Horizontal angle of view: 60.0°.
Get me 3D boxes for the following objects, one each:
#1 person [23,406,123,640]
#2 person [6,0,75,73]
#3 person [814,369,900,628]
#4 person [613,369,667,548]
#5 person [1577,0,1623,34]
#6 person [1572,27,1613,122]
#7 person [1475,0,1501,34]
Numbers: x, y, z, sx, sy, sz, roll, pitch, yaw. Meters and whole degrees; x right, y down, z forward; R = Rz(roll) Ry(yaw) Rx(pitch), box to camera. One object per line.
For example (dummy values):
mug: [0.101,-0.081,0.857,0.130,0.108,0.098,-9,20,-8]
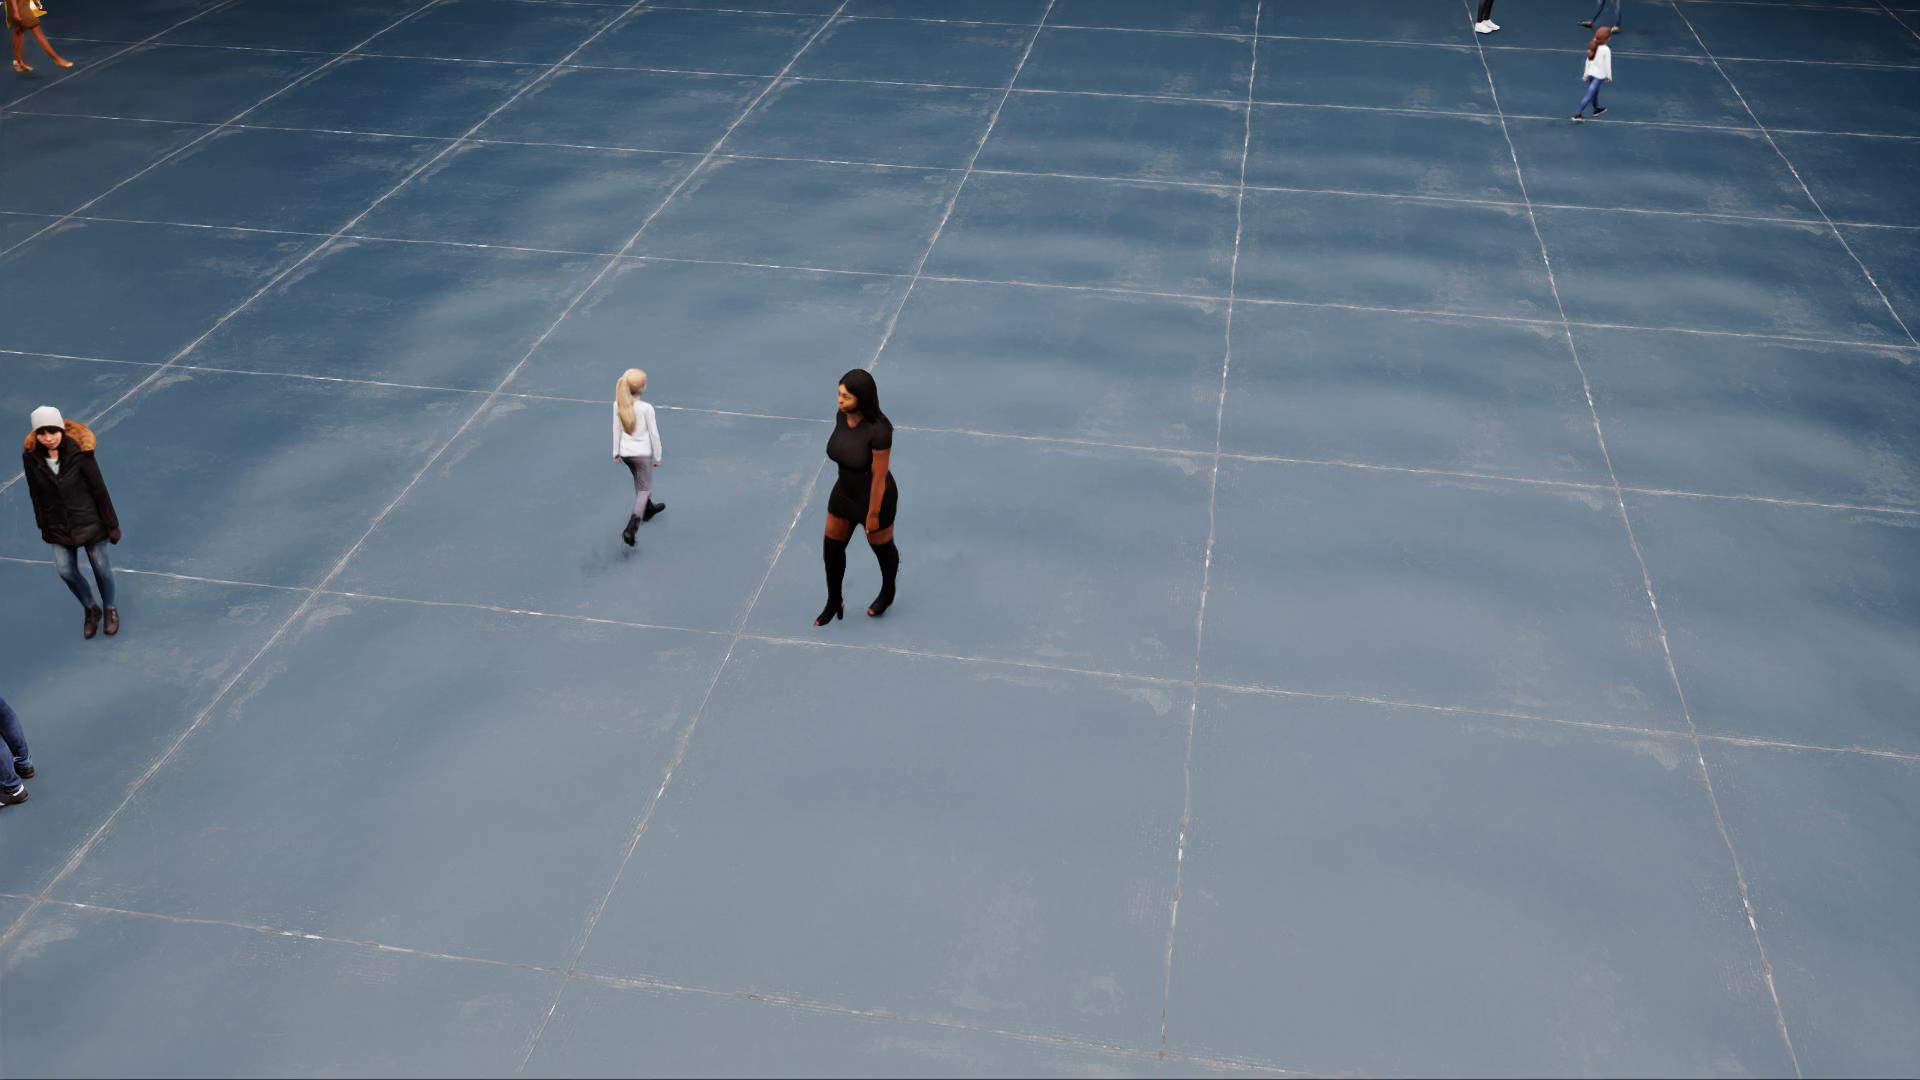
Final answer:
person: [-5.651,-0.153,10.655,0.687,1.630,0.803,-8,33,-12]
person: [-11.973,-6.719,21.045,1.042,1.650,0.844,-13,35,-20]
person: [-0.542,-0.288,10.680,0.978,1.832,0.937,-27,41,-36]
person: [-2.296,-0.564,11.659,0.874,1.254,0.708,11,34,17]
person: [9.021,-7.590,22.764,0.777,1.289,0.489,5,33,8]
person: [7.461,-5.472,19.596,0.849,1.087,0.700,-13,34,-19]
person: [7.336,-7.848,22.749,0.674,1.741,0.647,25,40,34]
